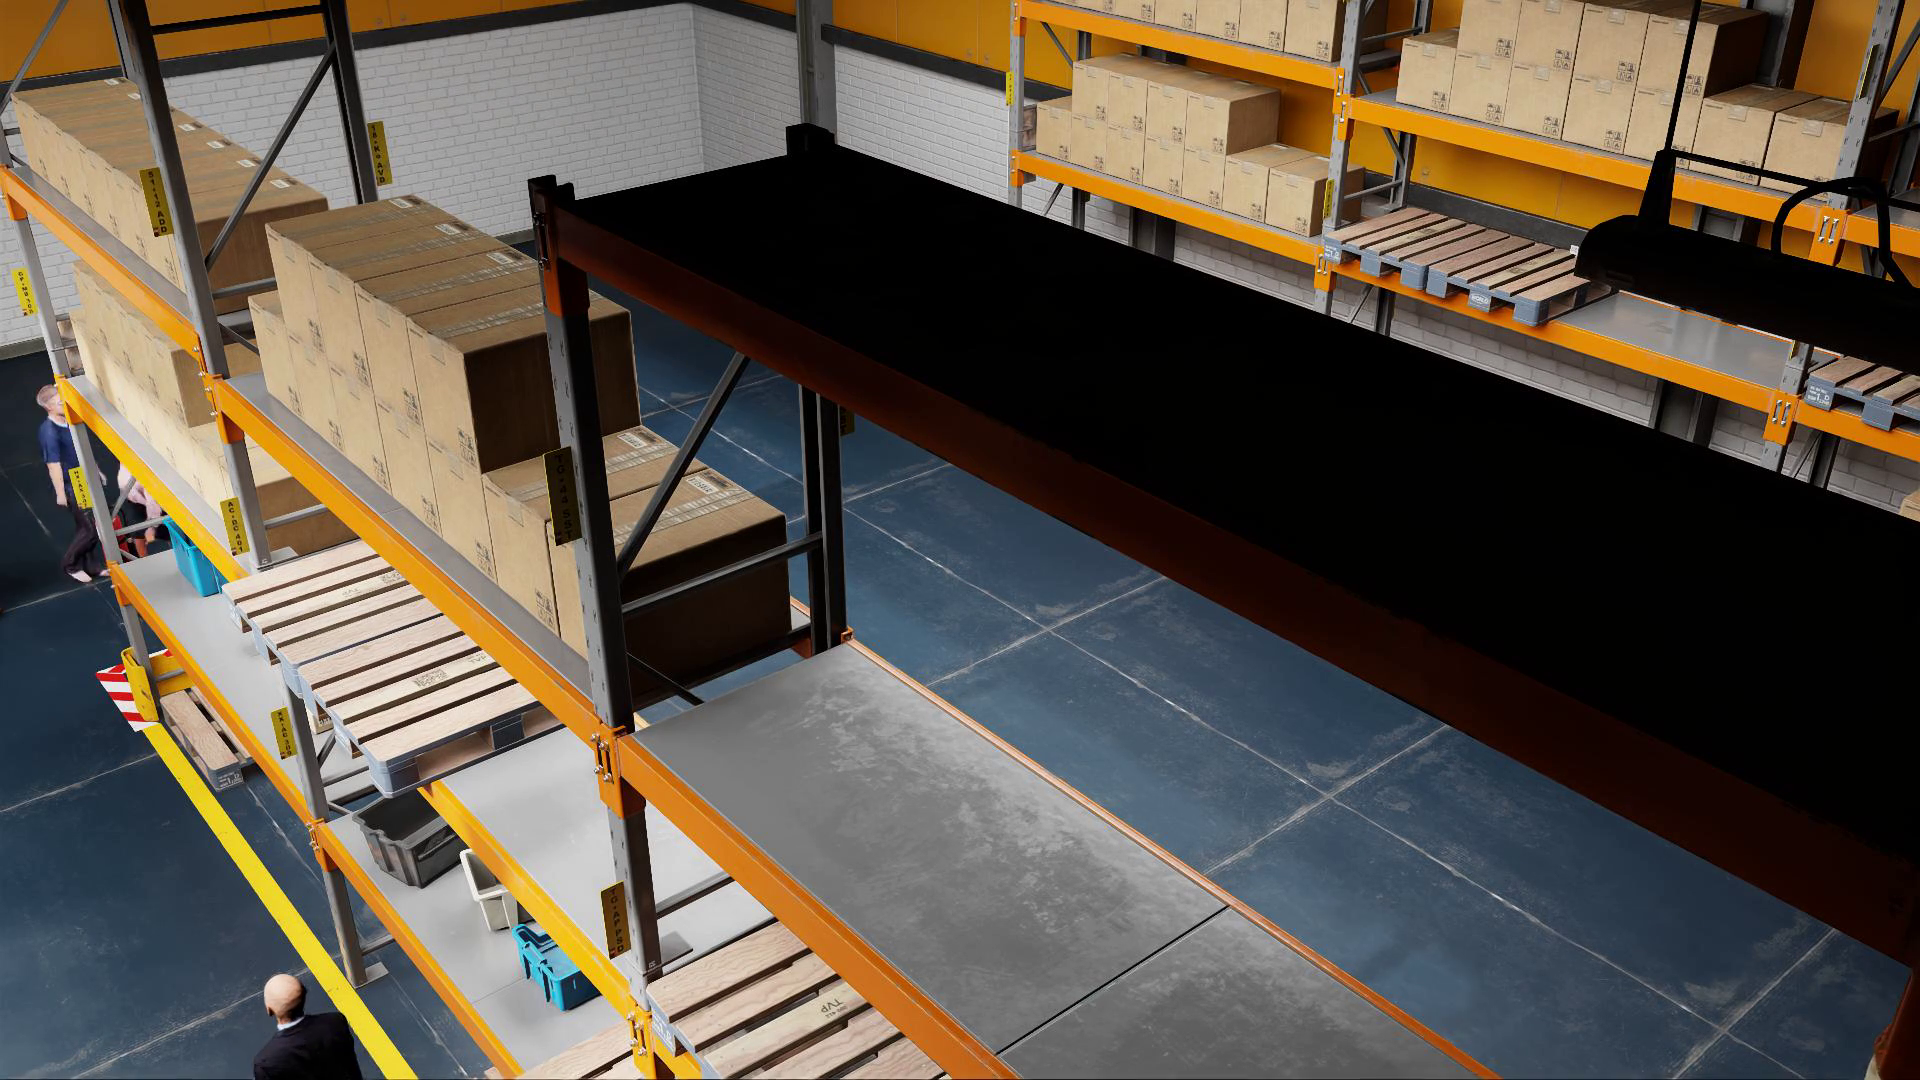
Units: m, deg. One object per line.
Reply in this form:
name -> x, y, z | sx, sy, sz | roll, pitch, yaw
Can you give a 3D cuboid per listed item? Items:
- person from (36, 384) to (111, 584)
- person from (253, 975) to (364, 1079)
person -> -7.734, -0.468, 14.351 | 0.873, 1.857, 0.796 | -2, 29, -3
person -> -3.129, 2.913, 8.223 | 0.708, 1.790, 0.748 | -24, 37, -37
